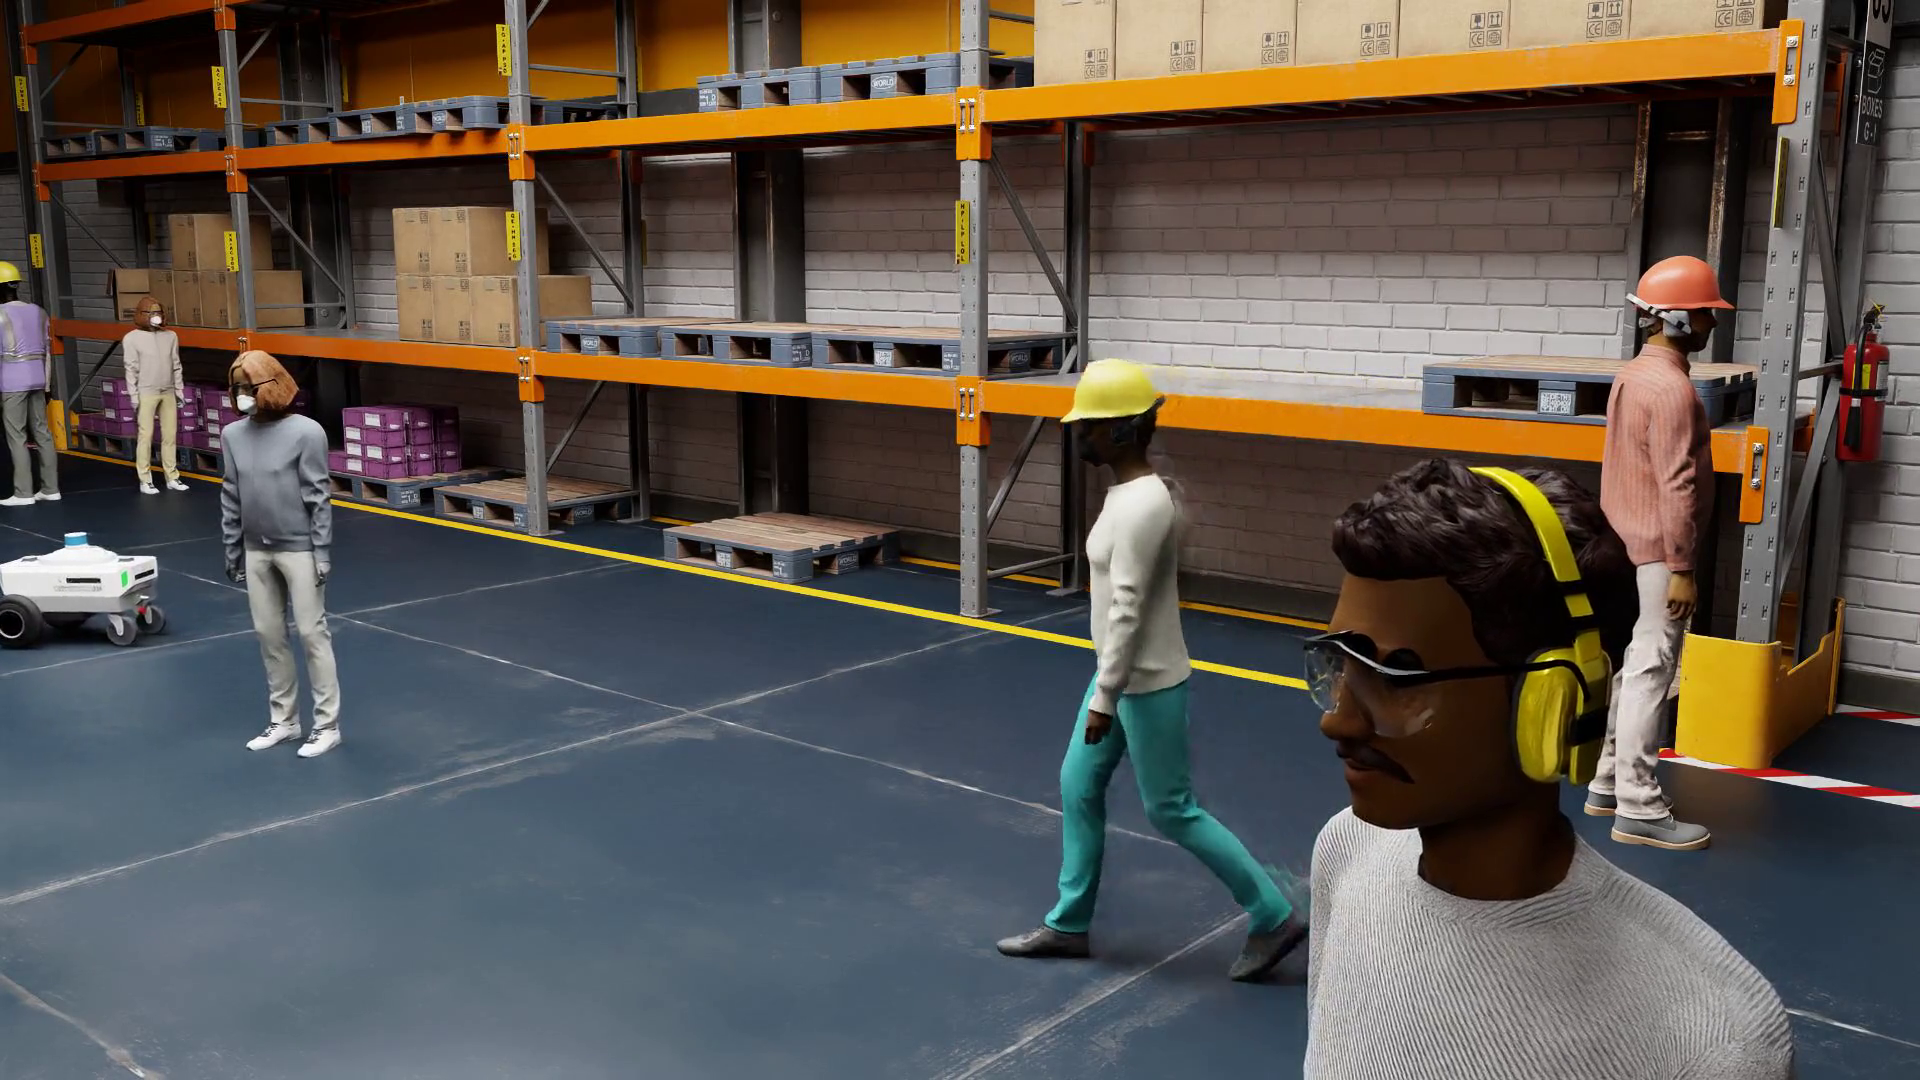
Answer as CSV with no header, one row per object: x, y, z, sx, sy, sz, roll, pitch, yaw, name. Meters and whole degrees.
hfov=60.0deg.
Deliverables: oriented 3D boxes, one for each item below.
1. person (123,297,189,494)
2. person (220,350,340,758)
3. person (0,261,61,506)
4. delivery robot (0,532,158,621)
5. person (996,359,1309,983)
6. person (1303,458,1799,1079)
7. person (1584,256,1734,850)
-6.656,-1.194,13.769,0.281,1.626,0.499,5,11,28,person
-2.730,0.054,6.659,0.512,1.622,0.294,3,10,17,person
-7.430,-1.225,13.118,0.398,1.919,0.592,3,10,17,person
-4.528,0.205,8.561,0.707,0.478,0.477,1,10,4,delivery robot
0.554,0.365,4.576,0.816,1.730,0.521,0,10,-1,person
0.399,0.859,1.377,0.313,1.869,0.539,-5,11,-24,person
2.376,0.040,5.681,0.375,1.995,0.611,1,10,4,person
